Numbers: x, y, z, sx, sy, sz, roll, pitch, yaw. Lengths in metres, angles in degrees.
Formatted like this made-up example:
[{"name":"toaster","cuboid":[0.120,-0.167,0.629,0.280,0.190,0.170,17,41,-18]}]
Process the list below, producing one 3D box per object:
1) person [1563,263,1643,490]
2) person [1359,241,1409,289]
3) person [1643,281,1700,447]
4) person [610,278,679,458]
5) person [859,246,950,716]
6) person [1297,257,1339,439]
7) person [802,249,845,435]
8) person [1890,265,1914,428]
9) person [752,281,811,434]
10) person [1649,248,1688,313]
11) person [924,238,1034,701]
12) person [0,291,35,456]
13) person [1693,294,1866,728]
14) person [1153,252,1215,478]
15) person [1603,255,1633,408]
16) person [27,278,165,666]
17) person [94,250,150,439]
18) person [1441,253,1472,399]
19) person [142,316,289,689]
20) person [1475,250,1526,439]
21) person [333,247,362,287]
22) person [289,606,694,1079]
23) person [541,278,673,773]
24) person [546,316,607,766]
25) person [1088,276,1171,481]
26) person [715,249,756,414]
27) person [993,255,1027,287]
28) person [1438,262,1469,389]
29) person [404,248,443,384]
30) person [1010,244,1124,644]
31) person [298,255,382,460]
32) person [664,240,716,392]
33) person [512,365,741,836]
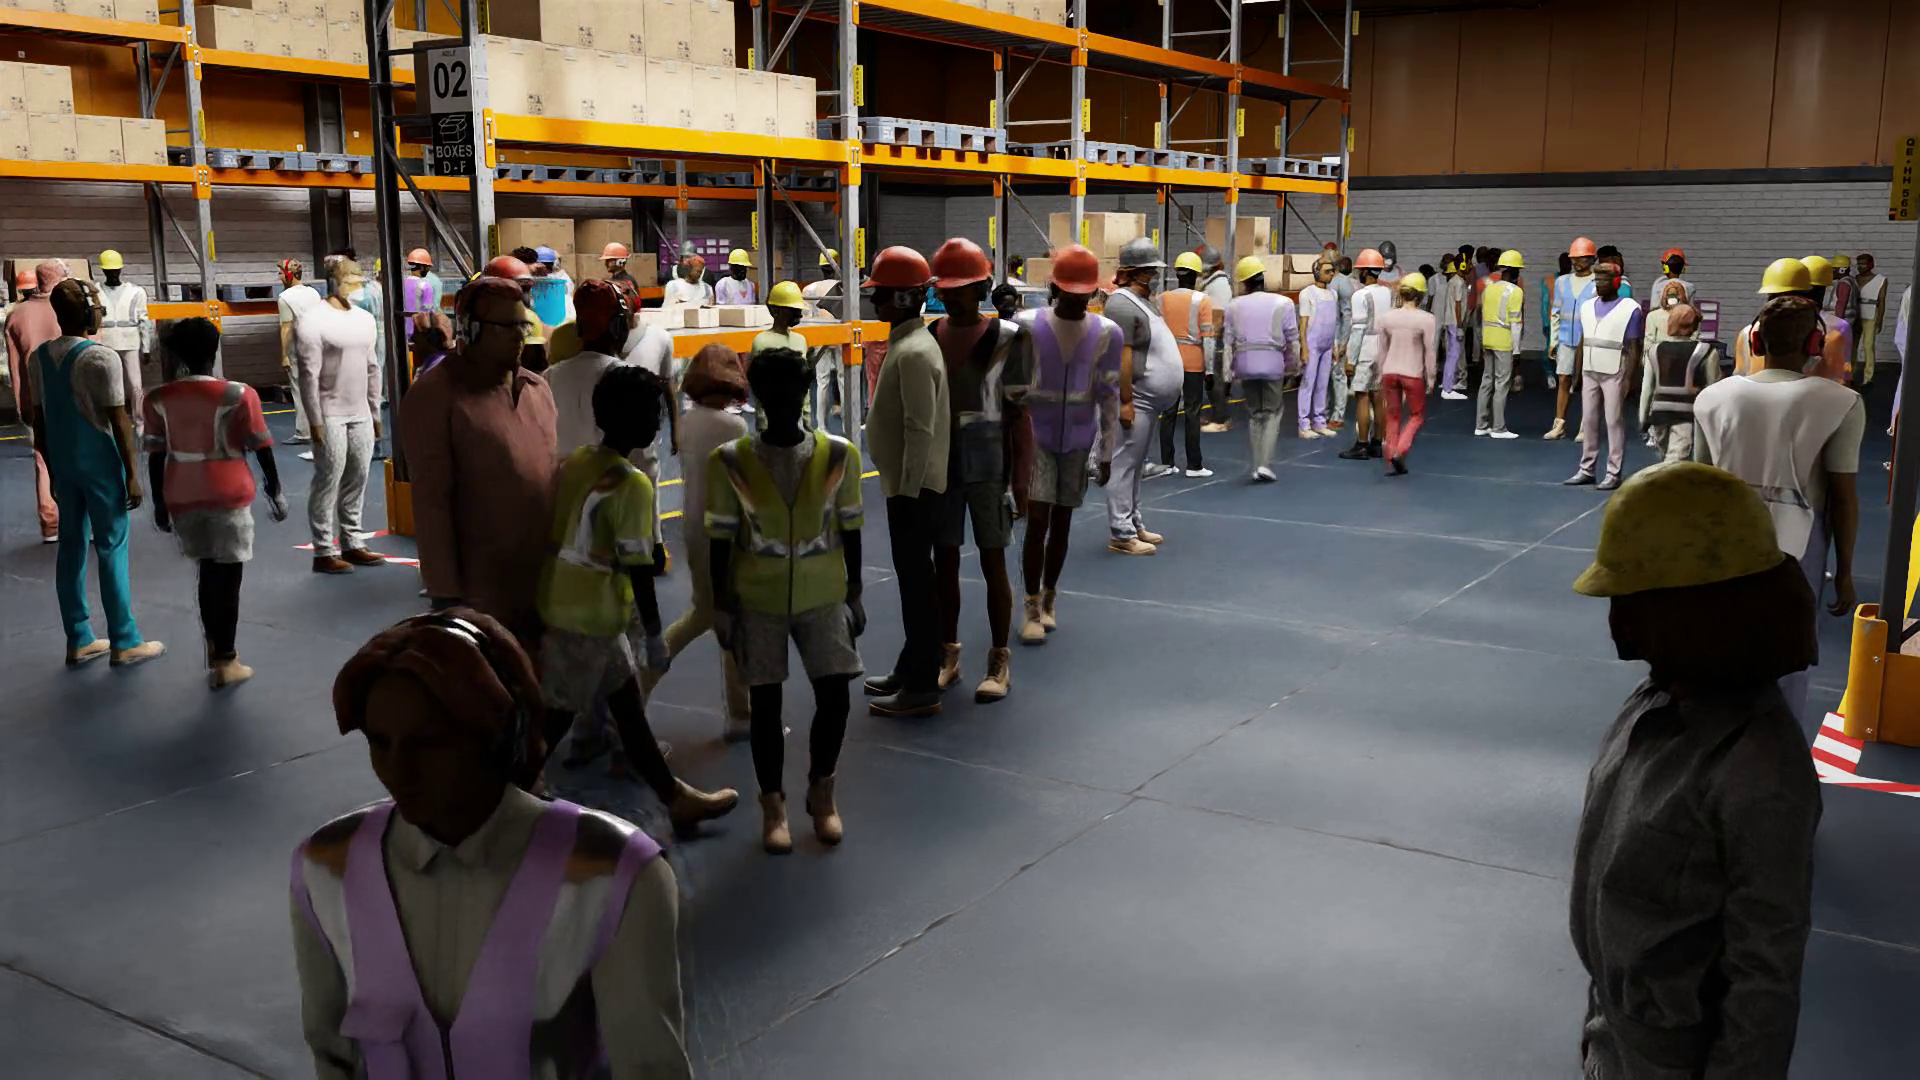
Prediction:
[{"name":"person","cuboid":[5.270,-1.332,13.557,0.373,1.840,0.570,-6,12,-29]},{"name":"person","cuboid":[5.498,-2.873,21.551,0.695,2.000,0.545,-1,10,-8]},{"name":"person","cuboid":[6.943,-1.709,16.261,0.505,1.623,0.285,4,11,23]},{"name":"person","cuboid":[-2.019,-0.712,10.263,0.613,1.807,0.789,0,10,1]},{"name":"person","cuboid":[-0.234,-0.249,7.136,0.381,1.994,0.613,-1,10,-5]},{"name":"person","cuboid":[3.669,-1.953,16.995,0.506,1.846,0.345,-8,13,-36]},{"name":"person","cuboid":[-1.338,-2.038,17.232,0.585,1.928,0.379,-2,10,-9]},{"name":"person","cuboid":[10.124,-2.068,17.668,0.355,1.834,0.524,6,12,28]},{"name":"person","cuboid":[-1.134,-0.782,10.751,0.340,1.761,0.527,7,12,33]},{"name":"person","cuboid":[8.216,-2.421,19.368,0.387,1.929,0.543,3,11,14]},{"name":"person","cuboid":[0.016,-0.300,7.329,0.611,2.032,0.411,4,11,20]},{"name":"person","cuboid":[-8.919,-1.548,15.422,0.548,1.606,0.653,2,10,8]},{"name":"person","cuboid":[2.806,0.074,5.796,0.397,1.835,0.566,-9,13,-40]},{"name":"person","cuboid":[1.918,-1.487,14.205,0.585,1.920,0.373,8,13,37]},{"name":"person","cuboid":[7.879,-2.519,20.154,0.430,1.841,0.619,1,10,6]},{"name":"person","cuboid":[-4.132,-0.313,7.911,0.506,1.846,0.345,2,10,13]},{"name":"person","cuboid":[-8.544,-1.973,16.897,0.585,1.920,0.382,-4,11,-23]},{"name":"person","cuboid":[6.351,-2.728,21.253,0.323,1.861,0.517,2,10,9]},{"name":"person","cuboid":[-3.397,-0.182,7.637,0.552,1.674,0.598,1,10,5]},{"name":"person","cuboid":[5.562,-1.996,17.045,0.407,1.918,0.583,-4,11,-19]},{"name":"person","cuboid":[-7.216,-2.422,19.342,0.593,1.931,0.633,-4,11,-19]},{"name":"person","cuboid":[-0.567,0.878,2.005,0.532,1.594,0.861,1,10,7]},{"name":"person","cuboid":[-1.356,-0.051,6.369,0.576,1.880,0.358,8,13,36]},{"name":"person","cuboid":[-1.487,-0.015,6.583,0.467,1.735,0.615,-6,12,-28]},{"name":"person","cuboid":[1.397,-1.352,14.009,0.840,1.712,0.569,0,10,0]},{"name":"person","cuboid":[-2.586,-2.422,19.408,0.394,1.919,0.582,9,13,40]},{"name":"person","cuboid":[0.578,-2.558,20.351,0.525,1.844,0.619,5,11,25]},{"name":"person","cuboid":[6.728,-2.917,22.652,0.344,1.734,0.494,-2,10,-12]},{"name":"person","cuboid":[-6.381,-2.476,19.664,0.637,1.927,0.429,4,11,23]},{"name":"person","cuboid":[0.505,-0.468,8.374,0.667,1.990,0.822,-2,10,-10]},{"name":"person","cuboid":[-5.683,-1.629,15.082,0.826,1.877,0.681,-8,13,-36]},{"name":"person","cuboid":[-3.597,-2.975,22.113,0.699,2.000,0.535,0,10,1]},{"name":"person","cuboid":[-1.176,0.250,5.379,0.947,1.615,0.537,-6,12,-29]}]
